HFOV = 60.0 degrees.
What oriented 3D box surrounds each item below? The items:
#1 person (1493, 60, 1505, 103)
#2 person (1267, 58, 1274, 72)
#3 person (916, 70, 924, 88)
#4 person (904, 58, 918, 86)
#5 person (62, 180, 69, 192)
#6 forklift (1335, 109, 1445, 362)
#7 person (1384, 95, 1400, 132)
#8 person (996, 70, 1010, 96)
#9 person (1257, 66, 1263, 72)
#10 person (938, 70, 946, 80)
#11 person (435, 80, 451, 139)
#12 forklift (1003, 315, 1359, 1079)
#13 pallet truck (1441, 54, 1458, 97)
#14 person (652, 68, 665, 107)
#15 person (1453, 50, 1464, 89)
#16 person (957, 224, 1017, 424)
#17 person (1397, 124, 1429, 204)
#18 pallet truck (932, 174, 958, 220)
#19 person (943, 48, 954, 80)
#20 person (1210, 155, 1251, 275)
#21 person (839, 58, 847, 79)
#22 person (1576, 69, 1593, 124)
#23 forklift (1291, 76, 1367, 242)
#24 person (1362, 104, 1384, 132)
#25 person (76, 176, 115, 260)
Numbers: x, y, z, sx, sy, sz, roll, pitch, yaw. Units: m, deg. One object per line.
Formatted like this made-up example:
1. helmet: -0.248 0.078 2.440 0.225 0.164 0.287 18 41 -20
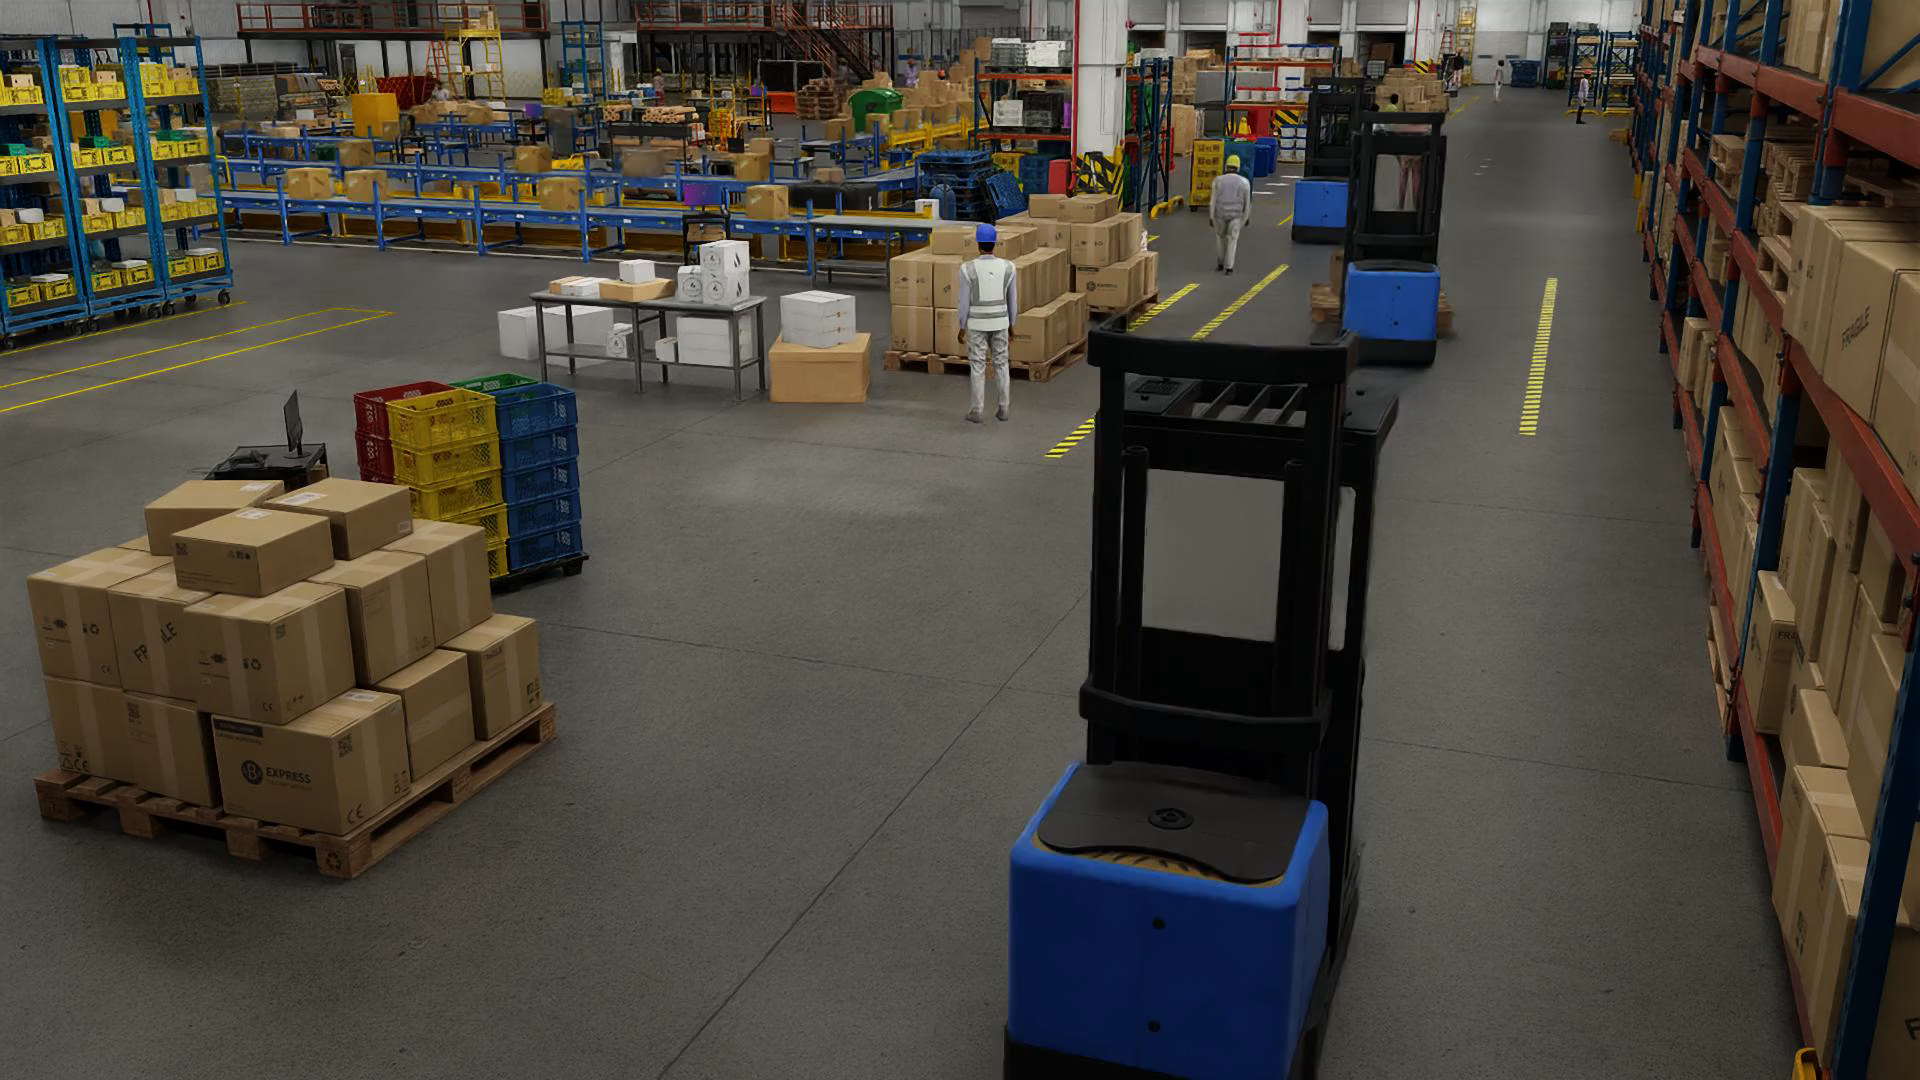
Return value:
1. person: 23.962 -20.394 73.923 0.430 1.844 0.624 3 18 9
2. person: 16.467 -24.781 87.867 0.702 1.744 0.537 6 19 17
3. person: -1.309 -15.942 59.882 0.615 1.867 0.437 11 21 32
4. person: -2.120 -19.558 71.053 0.622 2.008 0.993 -10 20 -28
5. person: -14.952 -5.602 27.358 0.669 1.889 0.443 -12 21 -33
6. forklift: 5.086 -3.617 19.520 1.129 2.768 1.873 3 18 11
7. person: 12.294 -11.790 47.197 0.945 1.632 0.546 -2 18 -7
8. person: 1.697 -17.628 64.908 1.059 2.000 0.691 10 20 29
9. person: 16.453 -26.014 91.440 0.388 1.926 0.590 8 19 23
10. person: -0.653 -15.469 58.291 0.373 1.934 0.551 9 20 26
11. person: -16.447 -13.648 52.778 0.529 1.815 0.961 9 20 27
12. forklift: 0.944 0.562 6.391 1.129 2.768 1.873 6 19 19
13. pallet truck: 22.765 -21.886 78.355 0.823 1.965 1.885 -4 18 -14
14. person: -11.827 -17.631 65.365 0.533 1.765 0.329 9 20 26
15. person: 26.086 -24.641 87.056 0.413 1.982 0.648 -16 23 -40
16. person: 0.260 -2.115 16.315 0.608 1.946 0.406 -5 18 -16
17. person: 9.539 -8.052 35.061 0.636 1.900 0.399 5 18 16
18. pallet truck: -0.507 -5.292 27.348 0.653 1.274 1.630 6 19 19
19. person: -0.627 -26.149 91.836 0.615 1.942 0.398 2 18 7
20. person: 4.196 -5.044 25.768 0.623 1.790 0.873 5 18 14
21. person: -5.234 -20.541 74.270 0.460 1.908 0.604 -7 19 -21
22. person: 22.429 -15.921 59.736 0.392 1.929 0.539 2 18 6
23. forklift: 6.598 -6.755 29.381 1.129 2.768 1.873 6 19 19
24. person: 10.392 -10.107 41.868 0.551 1.666 0.695 7 19 22
25. person: -14.057 -5.398 26.883 0.592 1.797 0.588 -8 19 -24
